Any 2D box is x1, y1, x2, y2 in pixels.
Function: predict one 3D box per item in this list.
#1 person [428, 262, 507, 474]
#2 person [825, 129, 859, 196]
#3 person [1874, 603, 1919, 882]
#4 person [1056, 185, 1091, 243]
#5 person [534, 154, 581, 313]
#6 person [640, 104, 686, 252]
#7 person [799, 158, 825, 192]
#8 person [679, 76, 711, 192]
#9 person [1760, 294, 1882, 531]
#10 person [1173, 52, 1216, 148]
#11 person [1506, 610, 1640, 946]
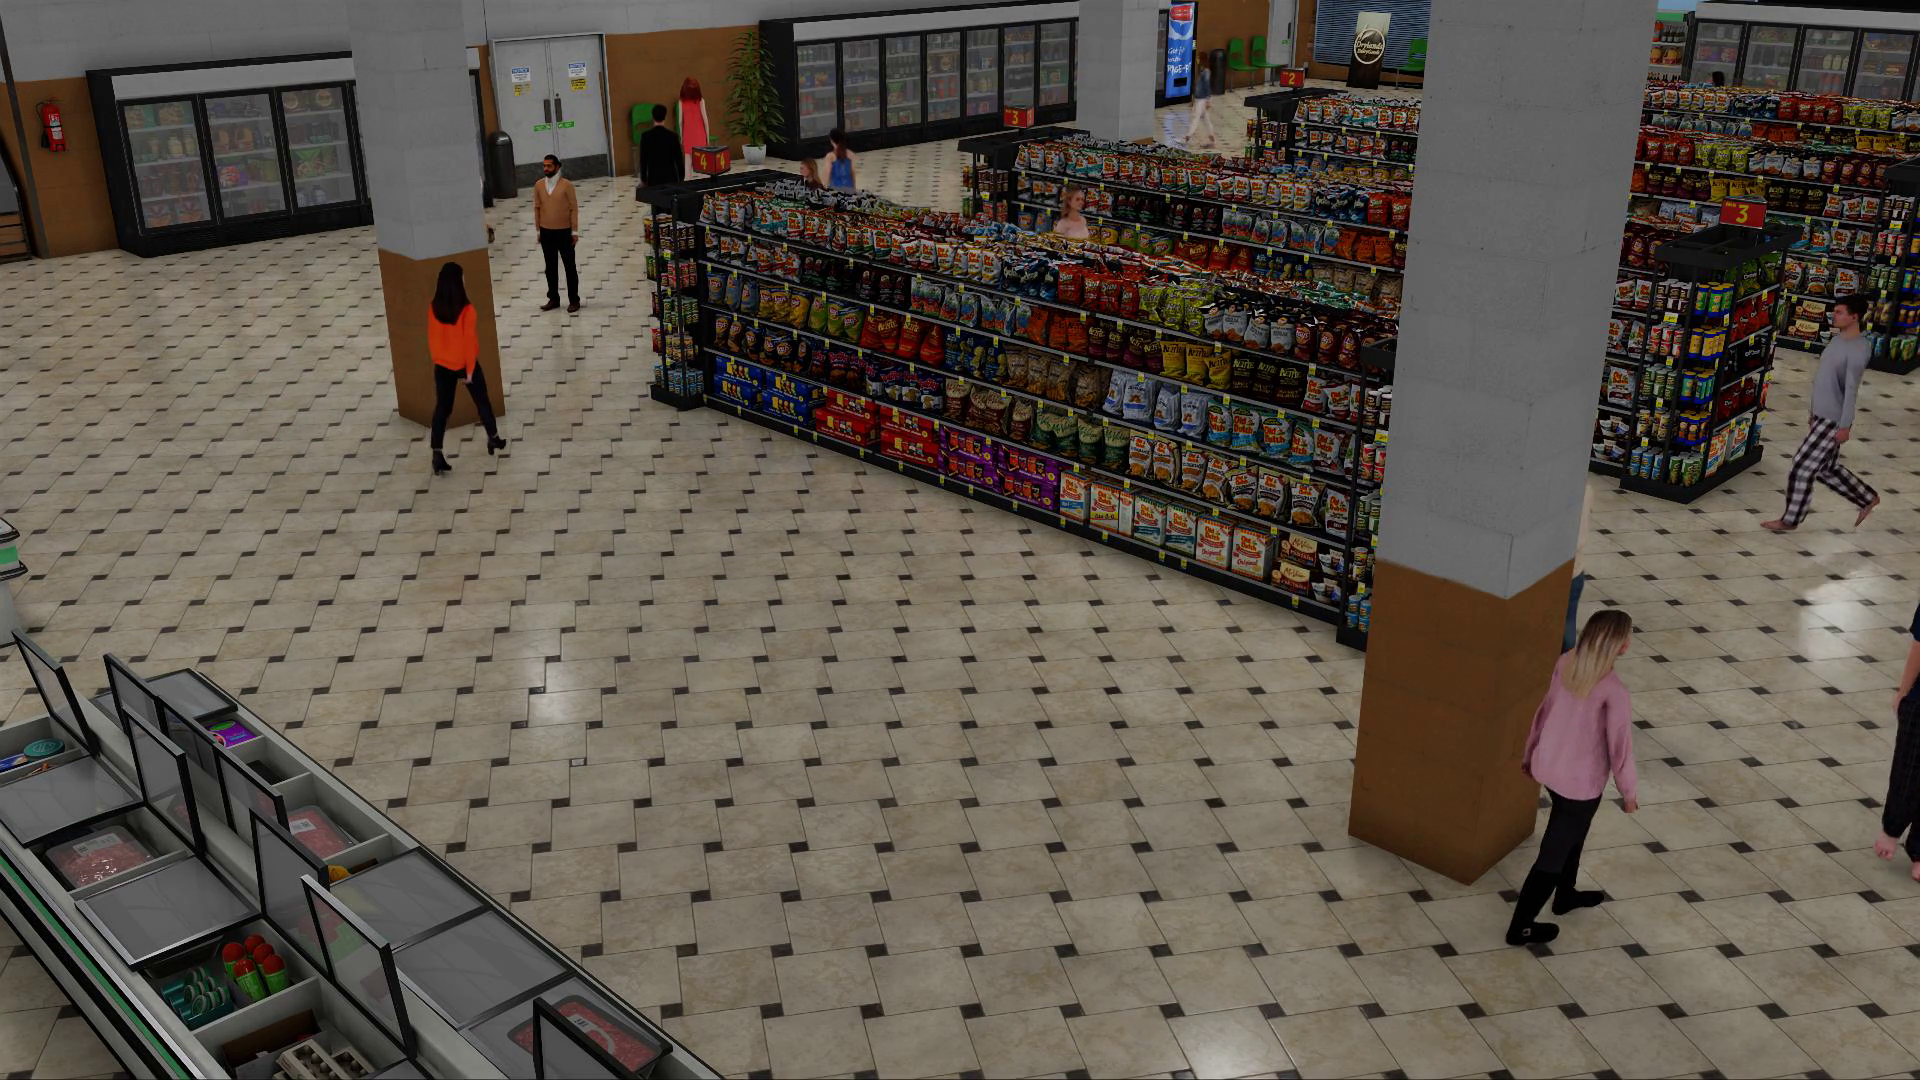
[{"bbox_3d":[-4.193,-1.373,13.648,1.124,1.705,1.010,7,23,17],"label":"person"},{"bbox_3d":[-1.513,-4.512,21.596,0.672,1.604,0.704,-11,24,-25],"label":"person"},{"bbox_3d":[4.808,0.775,8.098,0.721,1.858,0.836,10,24,23],"label":"person"},{"bbox_3d":[1.063,-2.638,16.641,0.570,1.821,0.706,-19,29,-40],"label":"person"},{"bbox_3d":[-4.552,-3.478,18.821,0.711,1.754,0.816,4,22,10],"label":"person"},{"bbox_3d":[-3.877,-4.669,21.668,1.181,1.840,1.286,-2,22,-5],"label":"person"},{"bbox_3d":[-1.587,-3.489,18.975,0.970,1.661,1.145,-9,24,-22],"label":"person"},{"bbox_3d":[-4.035,-6.105,25.261,0.640,1.828,0.720,2,22,5],"label":"person"},{"bbox_3d":[6.546,-0.897,12.313,1.167,1.818,1.040,3,22,7],"label":"person"},{"bbox_3d":[4.442,-7.877,29.881,1.075,1.671,1.076,-3,22,-7],"label":"person"},{"bbox_3d":[2.691,1.099,7.557,0.928,1.660,0.907,-6,23,-15],"label":"person"}]
